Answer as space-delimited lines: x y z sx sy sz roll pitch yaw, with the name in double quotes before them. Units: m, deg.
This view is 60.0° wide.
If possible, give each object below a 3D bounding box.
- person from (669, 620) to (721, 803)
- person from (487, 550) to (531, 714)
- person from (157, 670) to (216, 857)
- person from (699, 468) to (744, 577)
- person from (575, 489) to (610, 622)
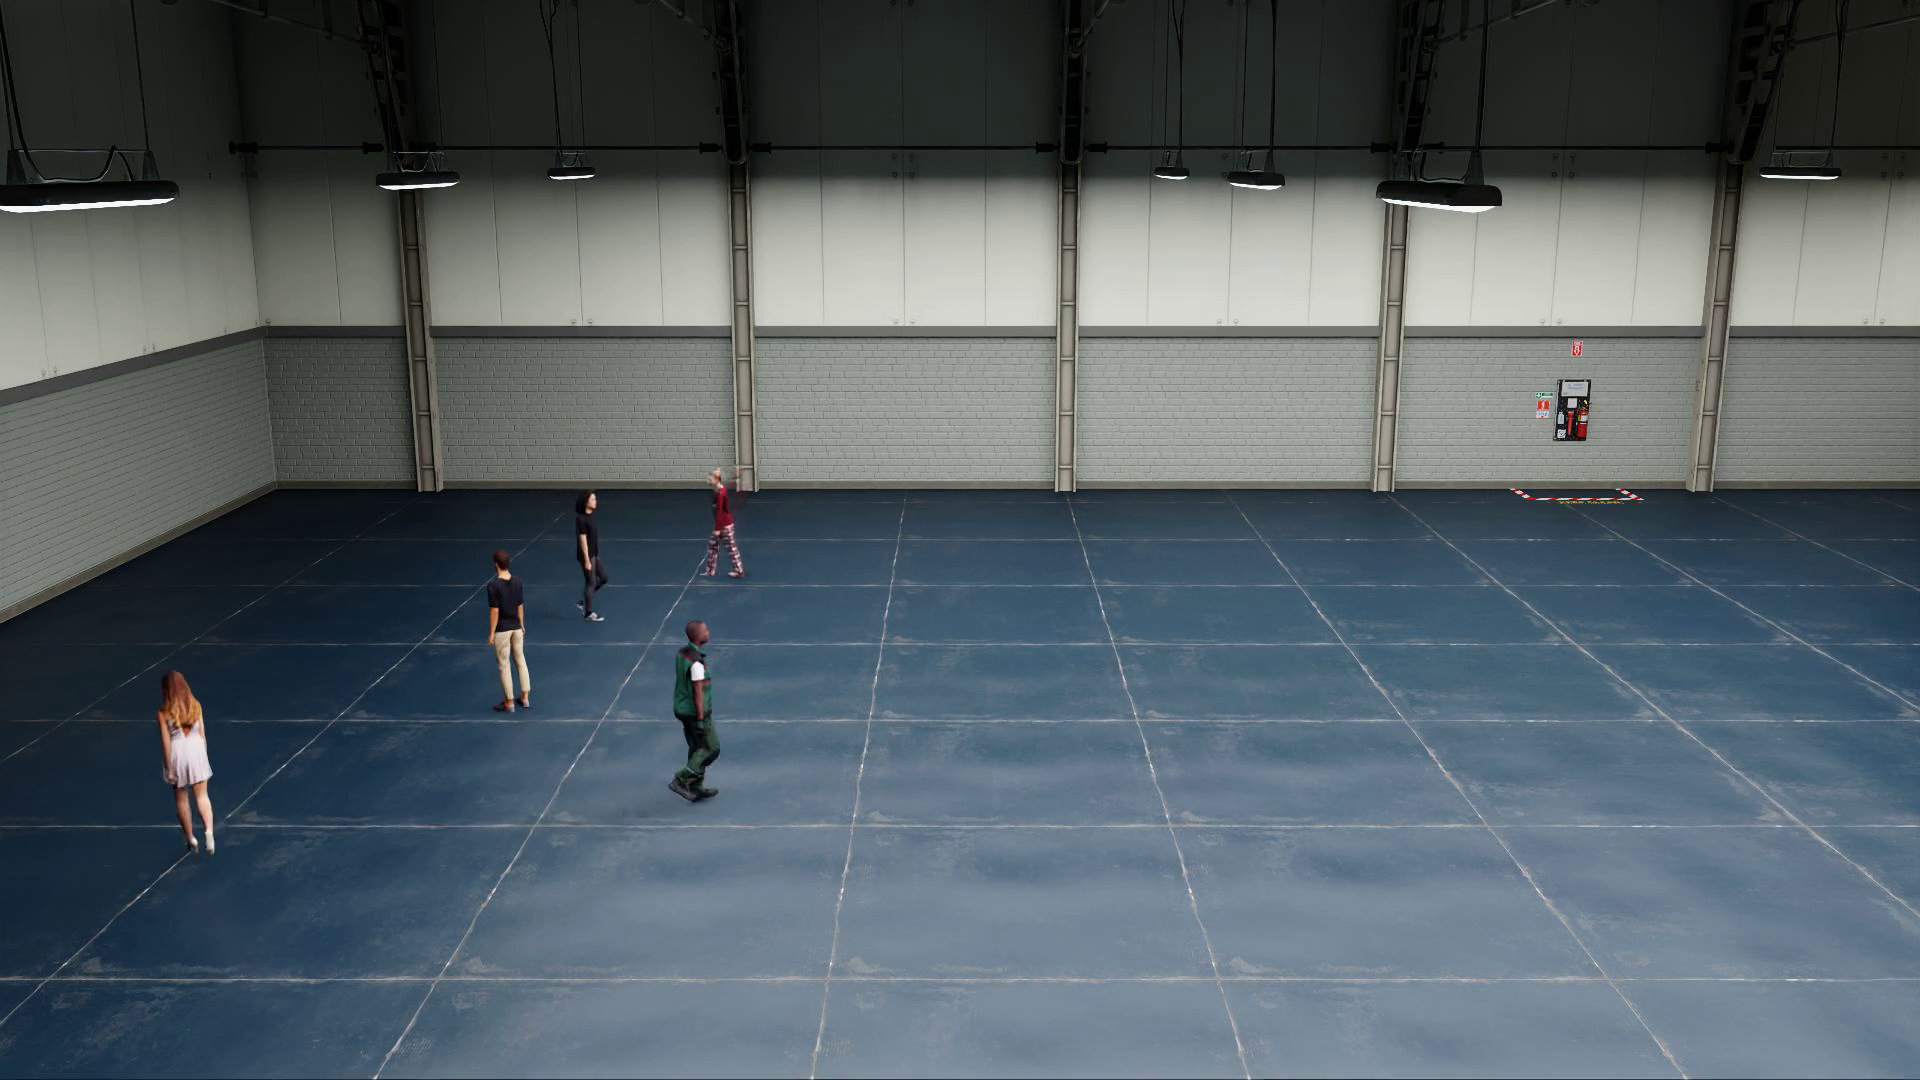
"person" -2.639 1.678 16.058 0.915 1.828 0.855 -7 15 -27
"person" -5.121 1.024 18.822 0.735 1.854 0.725 9 16 34
"person" -6.813 2.025 14.731 0.984 1.750 0.990 -10 17 -38
"person" -3.460 -0.243 24.716 1.011 1.663 0.840 -4 14 -17
"person" -5.084 0.201 22.457 0.702 1.817 0.693 2 13 8
